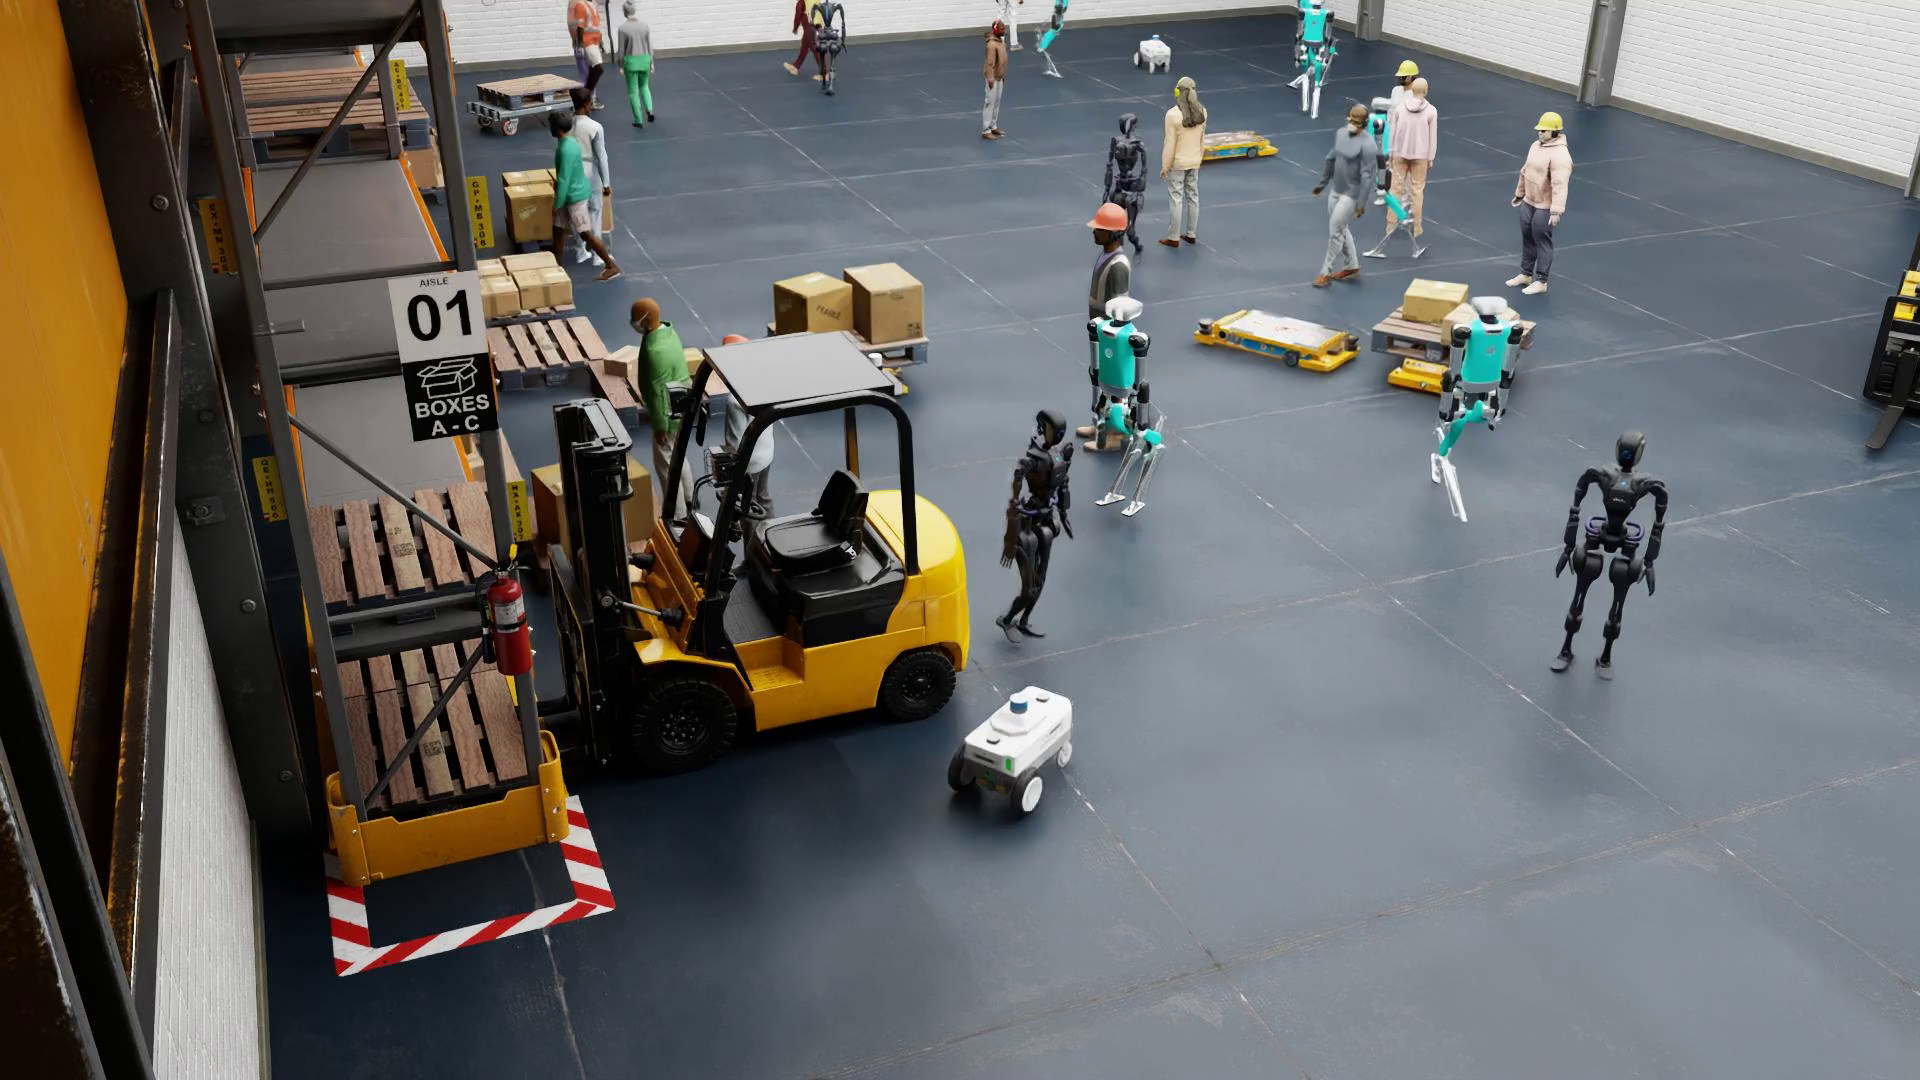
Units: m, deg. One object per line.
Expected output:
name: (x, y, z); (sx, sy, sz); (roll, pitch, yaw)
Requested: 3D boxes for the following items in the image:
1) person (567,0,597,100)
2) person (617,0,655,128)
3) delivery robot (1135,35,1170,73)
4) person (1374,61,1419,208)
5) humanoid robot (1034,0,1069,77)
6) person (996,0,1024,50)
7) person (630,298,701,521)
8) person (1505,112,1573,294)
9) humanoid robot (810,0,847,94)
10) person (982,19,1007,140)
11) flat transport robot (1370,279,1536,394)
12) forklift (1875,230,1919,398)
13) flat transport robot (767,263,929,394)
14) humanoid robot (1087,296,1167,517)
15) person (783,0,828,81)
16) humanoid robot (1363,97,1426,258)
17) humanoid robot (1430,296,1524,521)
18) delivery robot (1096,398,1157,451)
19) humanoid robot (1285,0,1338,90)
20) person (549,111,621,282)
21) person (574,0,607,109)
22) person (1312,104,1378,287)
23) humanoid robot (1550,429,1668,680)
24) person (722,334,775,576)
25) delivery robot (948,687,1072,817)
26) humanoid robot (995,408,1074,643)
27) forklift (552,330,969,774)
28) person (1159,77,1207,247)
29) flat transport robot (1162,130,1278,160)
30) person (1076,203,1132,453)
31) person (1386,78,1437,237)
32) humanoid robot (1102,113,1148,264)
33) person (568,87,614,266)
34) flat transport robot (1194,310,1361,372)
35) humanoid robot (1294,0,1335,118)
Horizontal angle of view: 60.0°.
person: (-5.790, -7.634, 25.429); (0.385, 1.836, 0.563); (-13, 30, -24)
person: (-4.667, -6.852, 23.877); (0.540, 1.826, 0.422); (-16, 31, -29)
delivery robot: (3.263, -8.161, 27.887); (0.499, 0.581, 0.768); (-5, 27, -10)
person: (5.294, -4.853, 19.973); (0.322, 1.767, 0.532); (-16, 31, -28)
humanoid robot: (1.449, -8.442, 27.147); (0.770, 1.774, 0.555); (5, 27, 10)
person: (0.858, -9.605, 29.296); (0.574, 1.883, 0.356); (14, 30, 25)
person: (-2.143, -0.923, 12.151); (0.403, 1.766, 0.578); (-2, 27, -4)
person: (5.999, -3.473, 17.132); (0.433, 1.859, 0.791); (-6, 27, -12)
humanoid robot: (-2.073, -7.841, 26.064); (0.593, 1.623, 0.766); (0, 27, -1)
person: (0.486, -6.459, 23.309); (0.325, 1.640, 0.477); (10, 28, 19)
flat transport robot: (4.512, -1.672, 15.313); (0.659, 0.231, 1.431); (17, 31, 30)
forklift: (9.029, -2.397, 14.618); (1.214, 2.155, 2.313); (18, 32, 32)
flat transport robot: (-1.034, -1.596, 15.163); (0.659, 0.231, 1.431); (-11, 29, -21)
humanoid robot: (1.297, -1.010, 12.220); (0.735, 1.671, 0.533); (-23, 35, -38)
person: (-2.544, -8.358, 26.989); (0.922, 1.723, 0.471); (11, 29, 21)
humanoid robot: (4.828, -3.883, 18.144); (0.912, 1.832, 0.562); (4, 27, 9)
humanoid robot: (3.760, -1.074, 12.573); (0.531, 1.787, 1.048); (-4, 27, -8)
delivery robot: (1.382, -1.091, 13.831); (0.499, 0.587, 0.767); (1, 27, 3)
humanoid robot: (5.586, -7.872, 26.024); (1.028, 1.737, 0.557); (-13, 30, -24)
person: (-4.077, -3.562, 17.366); (0.947, 1.799, 0.504); (-8, 28, -16)
person: (-5.510, -7.445, 24.933); (0.487, 1.938, 0.637); (5, 27, 9)
person: (3.997, -3.599, 17.313); (0.610, 1.910, 0.741); (-8, 28, -16)
humanoid robot: (4.006, 0.088, 10.228); (0.599, 1.657, 0.315); (12, 29, 22)
person: (-1.479, -0.588, 11.520); (0.350, 1.739, 0.568); (8, 28, 15)
delivery robot: (0.323, 1.143, 9.381); (0.499, 0.582, 0.773); (17, 31, 30)
humanoid robot: (0.489, -0.095, 10.619); (0.411, 1.638, 0.616); (22, 34, 37)
forklift: (-1.094, 0.010, 9.831); (2.313, 2.155, 1.214); (-10, 28, -20)
person: (2.492, -4.207, 18.571); (0.555, 1.877, 0.403); (-14, 30, -26)
flat transport robot: (3.536, -5.337, 22.603); (1.431, 0.231, 0.659); (-10, 29, -20)
person: (1.175, -1.708, 13.408); (0.367, 2.048, 0.606); (-3, 27, -5)
person: (5.136, -4.348, 18.949); (0.535, 1.781, 0.399); (10, 28, 19)
humanoid robot: (1.826, -3.765, 17.939); (0.498, 1.643, 0.603); (-22, 34, -37)
person: (-4.042, -3.907, 17.942); (0.596, 1.908, 0.409); (11, 29, 21)
flat transport robot: (3.010, -1.910, 15.786); (1.431, 0.231, 0.659); (20, 33, 34)
humanoid robot: (5.223, -7.125, 24.586); (0.541, 1.836, 0.746); (8, 28, 16)
